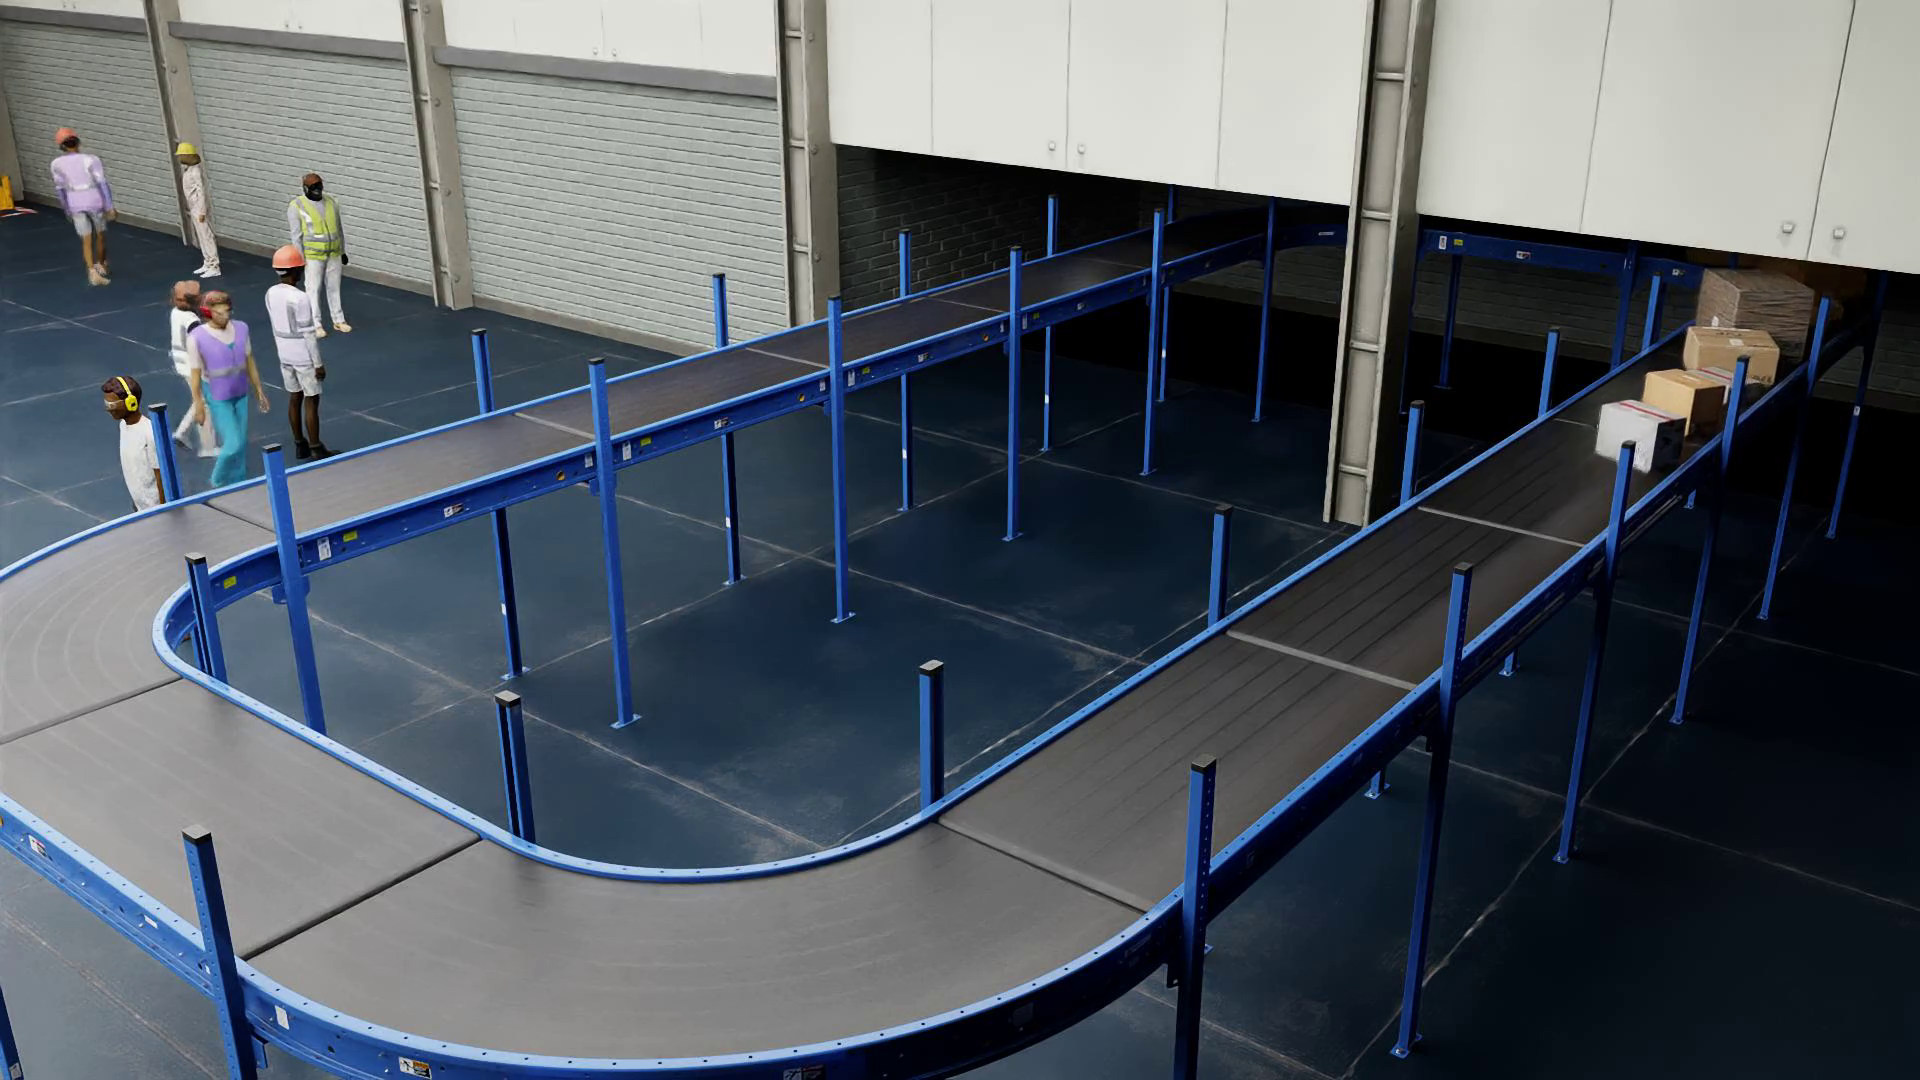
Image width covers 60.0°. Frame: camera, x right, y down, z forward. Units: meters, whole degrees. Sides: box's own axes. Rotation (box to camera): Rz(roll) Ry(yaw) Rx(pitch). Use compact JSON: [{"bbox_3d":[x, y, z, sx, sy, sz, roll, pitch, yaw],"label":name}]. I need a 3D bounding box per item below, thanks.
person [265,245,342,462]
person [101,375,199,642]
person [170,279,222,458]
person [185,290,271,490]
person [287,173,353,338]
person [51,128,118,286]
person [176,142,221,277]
[{"bbox_3d":[-5.828,-1.634,14.705,0.545,1.936,0.371,15,26,33],"label":"person"},{"bbox_3d":[-5.430,-0.210,11.200,0.519,1.857,0.340,18,28,38],"label":"person"},{"bbox_3d":[-6.812,-1.509,14.797,0.401,1.620,0.536,-18,28,-38],"label":"person"},{"bbox_3d":[-6.005,-1.156,13.644,0.445,1.823,0.561,8,23,20],"label":"person"},{"bbox_3d":[-7.258,-3.248,18.928,0.430,1.843,0.626,17,27,37],"label":"person"},{"bbox_3d":[-11.243,-4.292,21.424,0.667,1.966,1.033,-8,23,-20],"label":"person"},{"bbox_3d":[-10.000,-4.327,21.801,0.302,1.745,0.483,-15,26,-33],"label":"person"}]
